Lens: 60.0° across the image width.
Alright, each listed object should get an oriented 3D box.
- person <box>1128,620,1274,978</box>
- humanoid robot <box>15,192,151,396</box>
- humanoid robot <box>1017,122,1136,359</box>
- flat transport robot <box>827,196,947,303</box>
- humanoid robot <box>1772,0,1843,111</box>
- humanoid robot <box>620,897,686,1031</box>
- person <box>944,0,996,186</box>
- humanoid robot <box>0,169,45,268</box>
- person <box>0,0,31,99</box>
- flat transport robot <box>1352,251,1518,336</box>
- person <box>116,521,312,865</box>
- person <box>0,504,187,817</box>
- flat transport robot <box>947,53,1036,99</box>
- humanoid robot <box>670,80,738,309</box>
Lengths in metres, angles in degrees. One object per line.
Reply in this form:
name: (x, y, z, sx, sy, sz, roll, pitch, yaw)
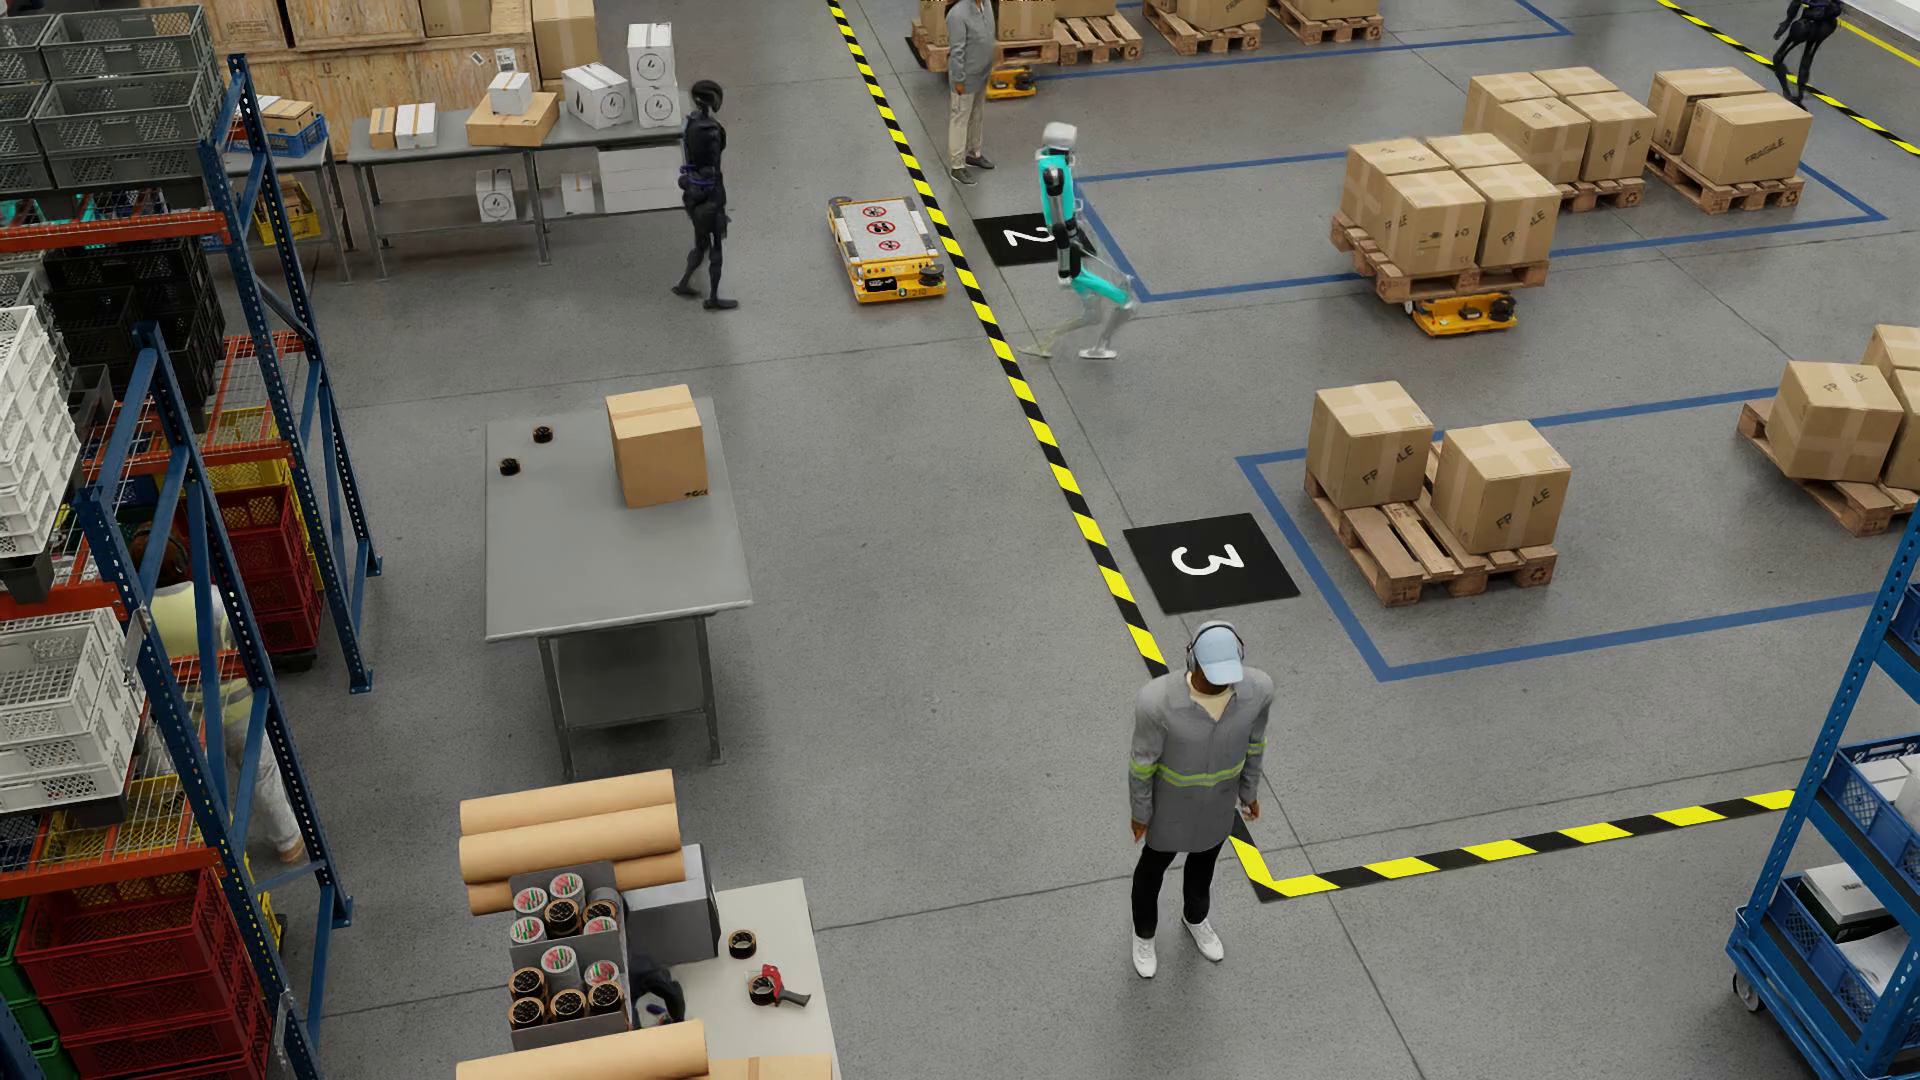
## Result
person: (0.965, 1.060, 6.802, 0.587, 1.853, 0.390, -8, 37, -11)
humanoid robot: (-5.264, -1.407, 10.129, 0.531, 1.690, 0.735, -14, 39, -18)
humanoid robot: (0.834, -1.858, 10.822, 0.900, 1.766, 0.546, 1, 37, 2)
flat transport robot: (-0.570, -2.220, 12.538, 0.659, 0.231, 1.431, -8, 37, -10)
humanoid robot: (7.439, -4.565, 14.505, 0.597, 1.642, 0.355, -14, 39, -18)
humanoid robot: (-1.201, 1.844, 5.941, 0.600, 1.628, 0.802, 8, 37, 11)
person: (0.073, -3.765, 13.356, 0.397, 1.769, 0.572, 17, 40, 22)
humanoid robot: (-6.036, -1.581, 10.493, 0.564, 1.820, 0.935, 20, 41, 25)
person: (-8.394, -4.545, 14.256, 0.382, 1.948, 0.604, 8, 37, 11)
flat transport robot: (3.438, -1.938, 12.136, 0.652, 0.197, 1.431, -8, 37, -10)
person: (-3.292, 0.699, 7.306, 0.623, 1.837, 0.430, -1, 37, -2)
person: (-3.933, 0.530, 7.531, 0.589, 1.833, 0.404, 4, 37, 5)
flat transport robot: (0.218, -4.482, 15.554, 0.652, 0.197, 1.431, -8, 37, -10)
humanoid robot: (-1.834, -2.387, 11.587, 0.506, 1.639, 0.616, -17, 40, -22)
